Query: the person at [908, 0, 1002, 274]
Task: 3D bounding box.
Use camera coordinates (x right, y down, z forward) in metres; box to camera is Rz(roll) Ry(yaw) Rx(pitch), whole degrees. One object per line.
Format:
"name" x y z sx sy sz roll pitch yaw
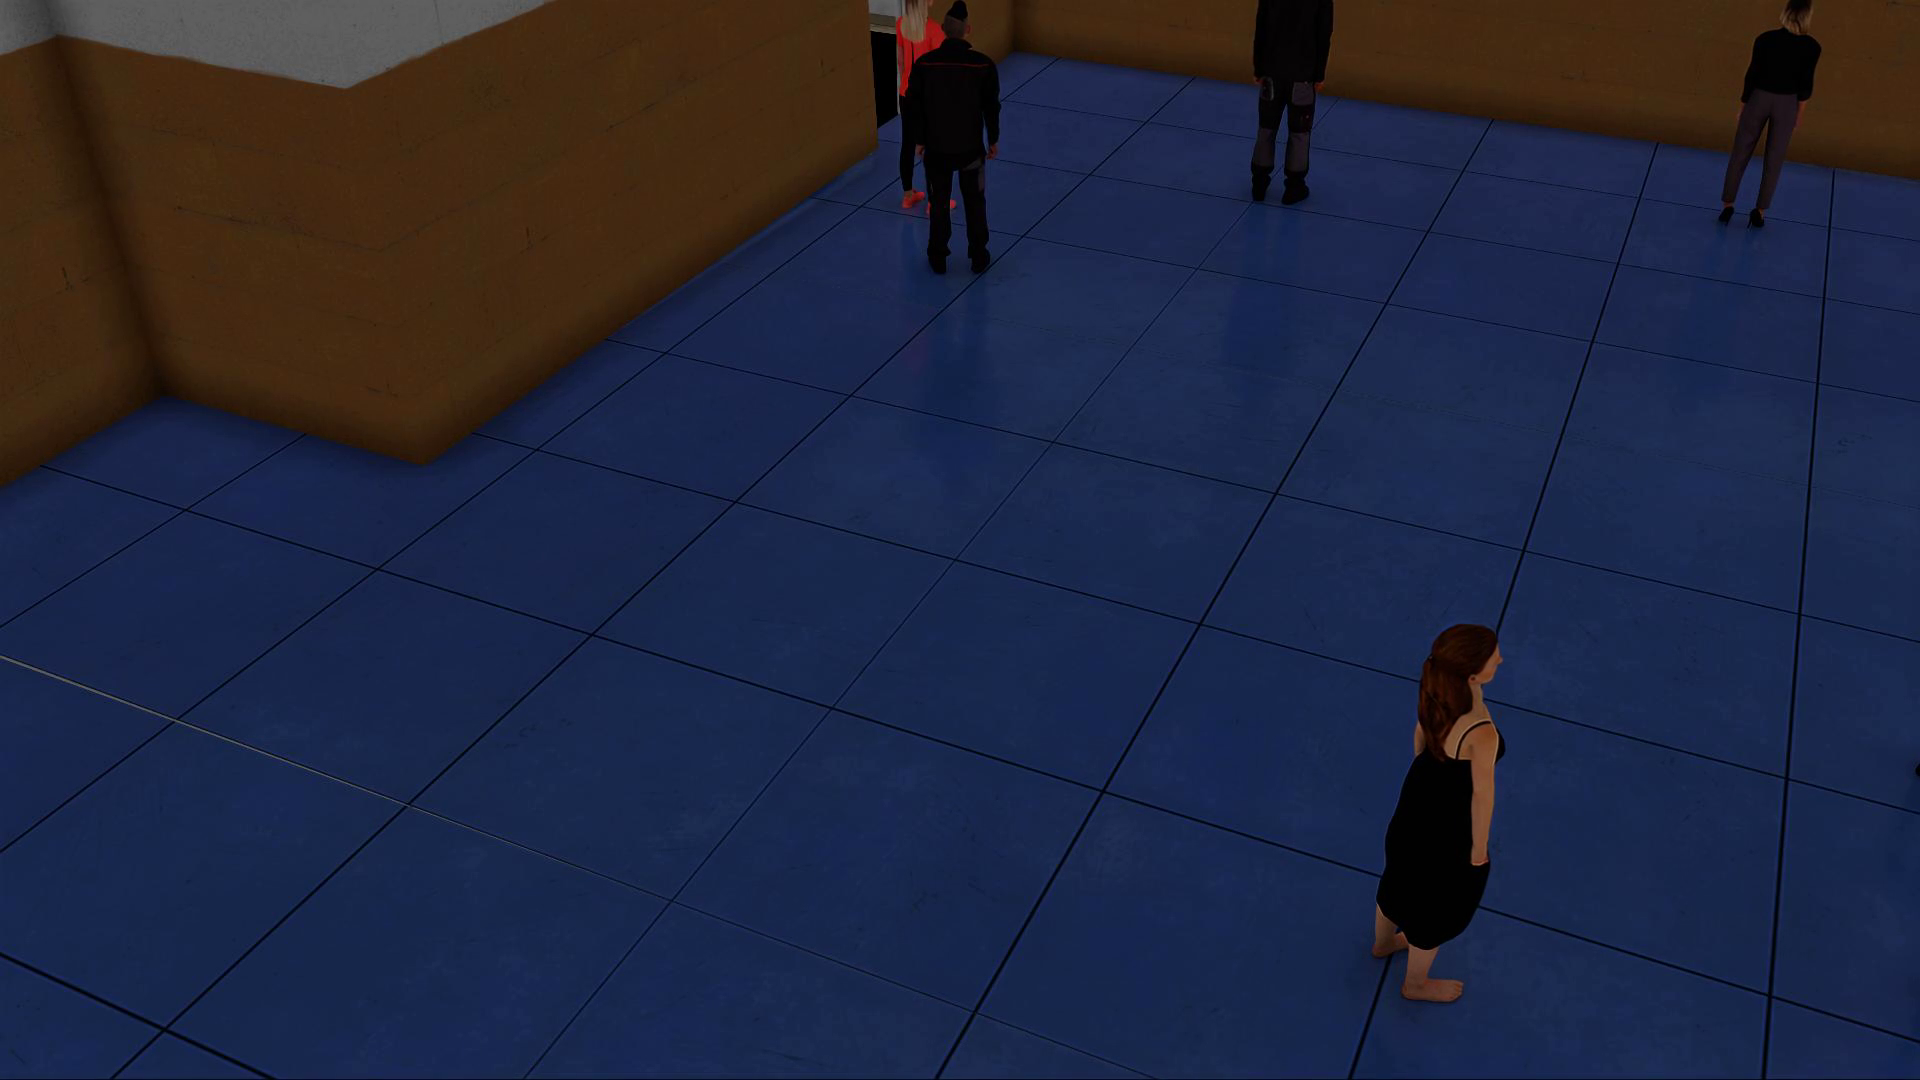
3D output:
"person" -0.030 -2.695 11.143 0.721 1.862 0.909 1 34 2

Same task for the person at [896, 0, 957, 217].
"person" -0.277 -3.218 12.101 0.541 1.694 0.697 24 40 31

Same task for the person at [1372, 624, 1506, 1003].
"person" 1.695 0.959 5.885 0.741 1.625 0.686 -10 35 -14

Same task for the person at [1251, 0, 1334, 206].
"person" 2.415 -3.447 12.220 0.531 1.945 0.762 13 36 18

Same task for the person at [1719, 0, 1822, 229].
"person" 5.766 -3.037 11.851 0.469 1.671 0.664 17 37 23
